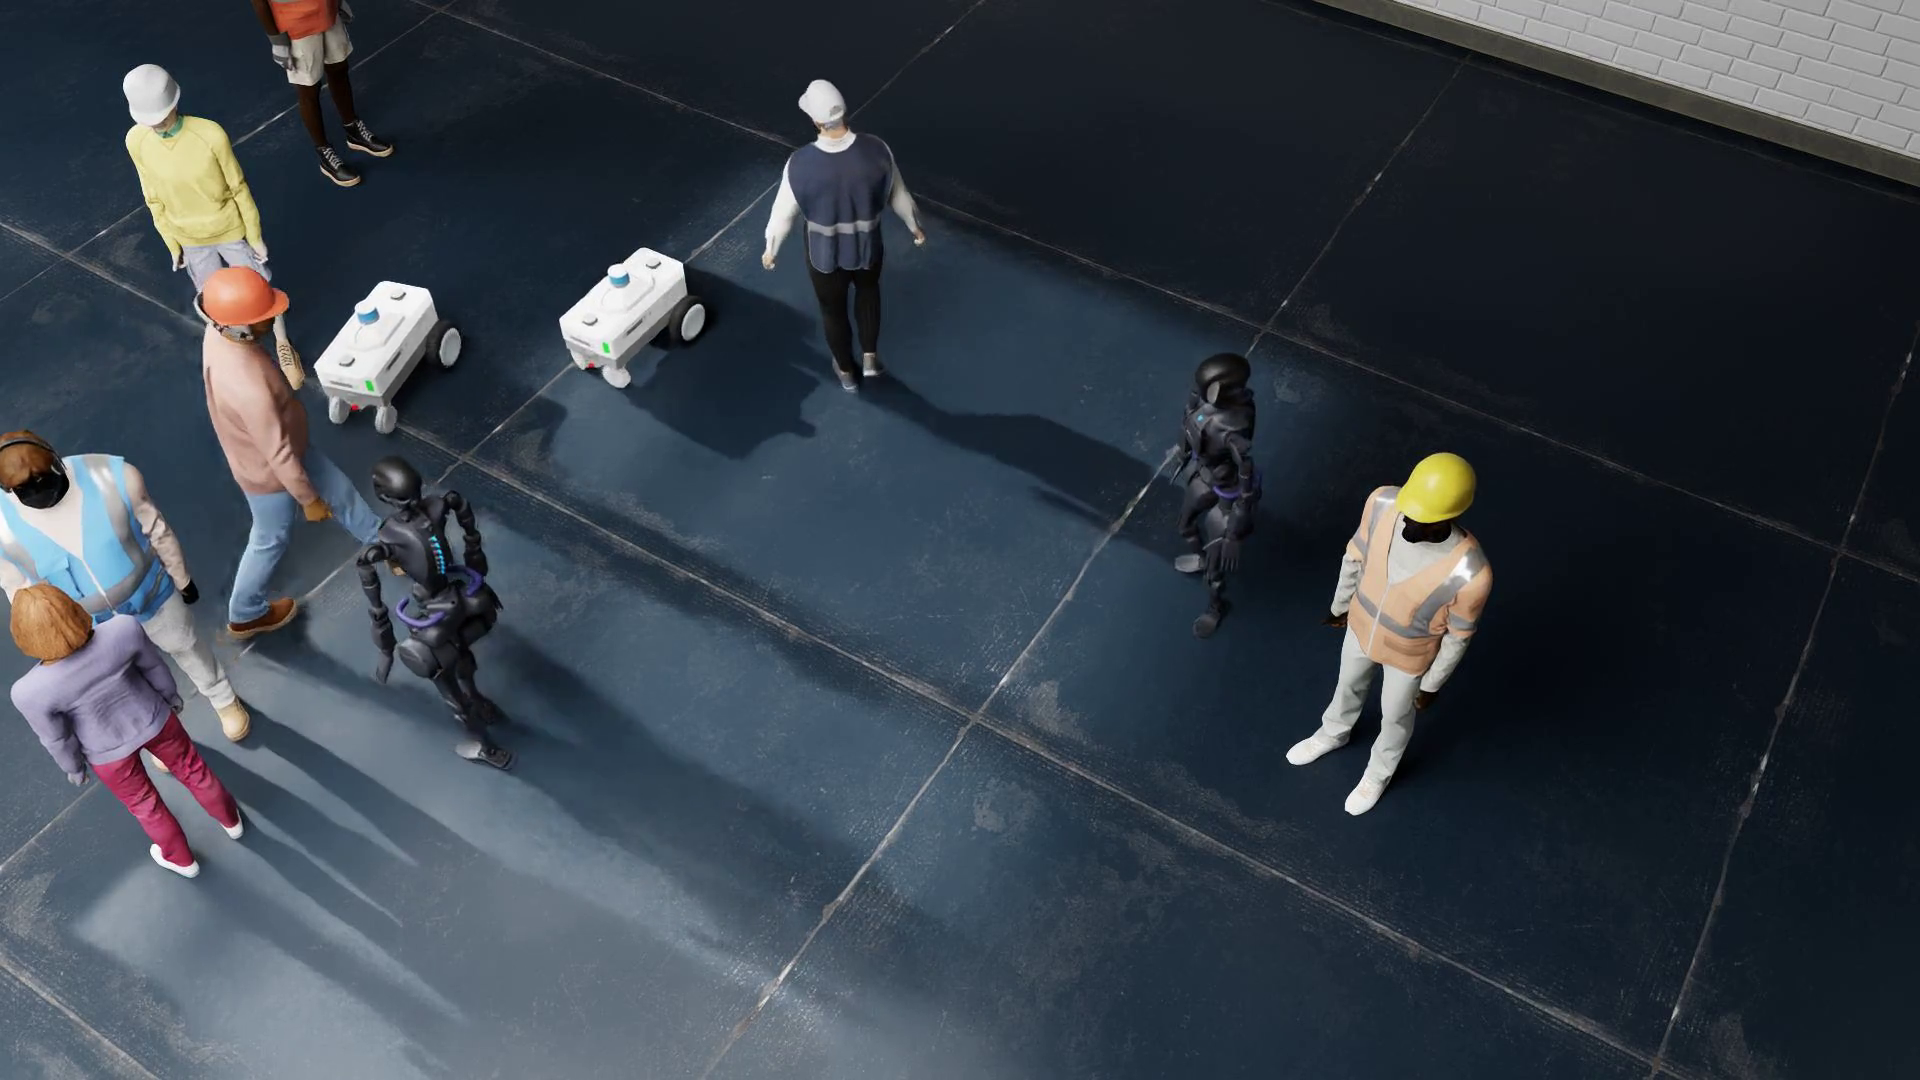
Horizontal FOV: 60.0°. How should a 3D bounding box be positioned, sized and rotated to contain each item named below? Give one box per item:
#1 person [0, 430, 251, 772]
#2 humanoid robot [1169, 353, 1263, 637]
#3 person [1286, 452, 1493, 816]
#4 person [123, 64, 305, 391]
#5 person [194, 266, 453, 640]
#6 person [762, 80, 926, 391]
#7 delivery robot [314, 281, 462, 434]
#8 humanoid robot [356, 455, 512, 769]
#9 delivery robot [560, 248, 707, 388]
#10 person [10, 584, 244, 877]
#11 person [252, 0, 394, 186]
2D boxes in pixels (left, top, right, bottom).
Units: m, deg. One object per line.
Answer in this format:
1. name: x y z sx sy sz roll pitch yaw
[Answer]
1. person: -3.346 0.241 6.569 0.627 1.838 0.430 -25 53 -20
2. humanoid robot: 1.105 -0.221 7.079 0.423 1.643 0.608 -15 51 -13
3. person: 1.661 0.363 6.396 0.355 1.930 0.586 -31 56 -24
4. person: -3.614 -1.484 8.042 0.474 1.885 0.396 -8 49 -7
5. person: -2.898 -0.360 7.028 1.043 1.927 0.640 -18 51 -15
6. person: -0.557 -1.451 8.108 0.822 1.730 0.495 -12 50 -10
7. delivery robot: -2.940 -0.980 8.493 0.499 0.612 0.789 12 50 10
8. humanoid robot: -2.113 0.298 6.628 0.533 1.639 0.602 27 54 22
9. delivery robot: -1.727 -1.192 8.677 0.525 0.609 0.780 24 53 20
10. person: -3.150 0.727 6.271 0.286 1.633 0.499 33 56 25
11. person: -3.626 -2.910 9.232 0.361 1.964 0.612 19 52 16
